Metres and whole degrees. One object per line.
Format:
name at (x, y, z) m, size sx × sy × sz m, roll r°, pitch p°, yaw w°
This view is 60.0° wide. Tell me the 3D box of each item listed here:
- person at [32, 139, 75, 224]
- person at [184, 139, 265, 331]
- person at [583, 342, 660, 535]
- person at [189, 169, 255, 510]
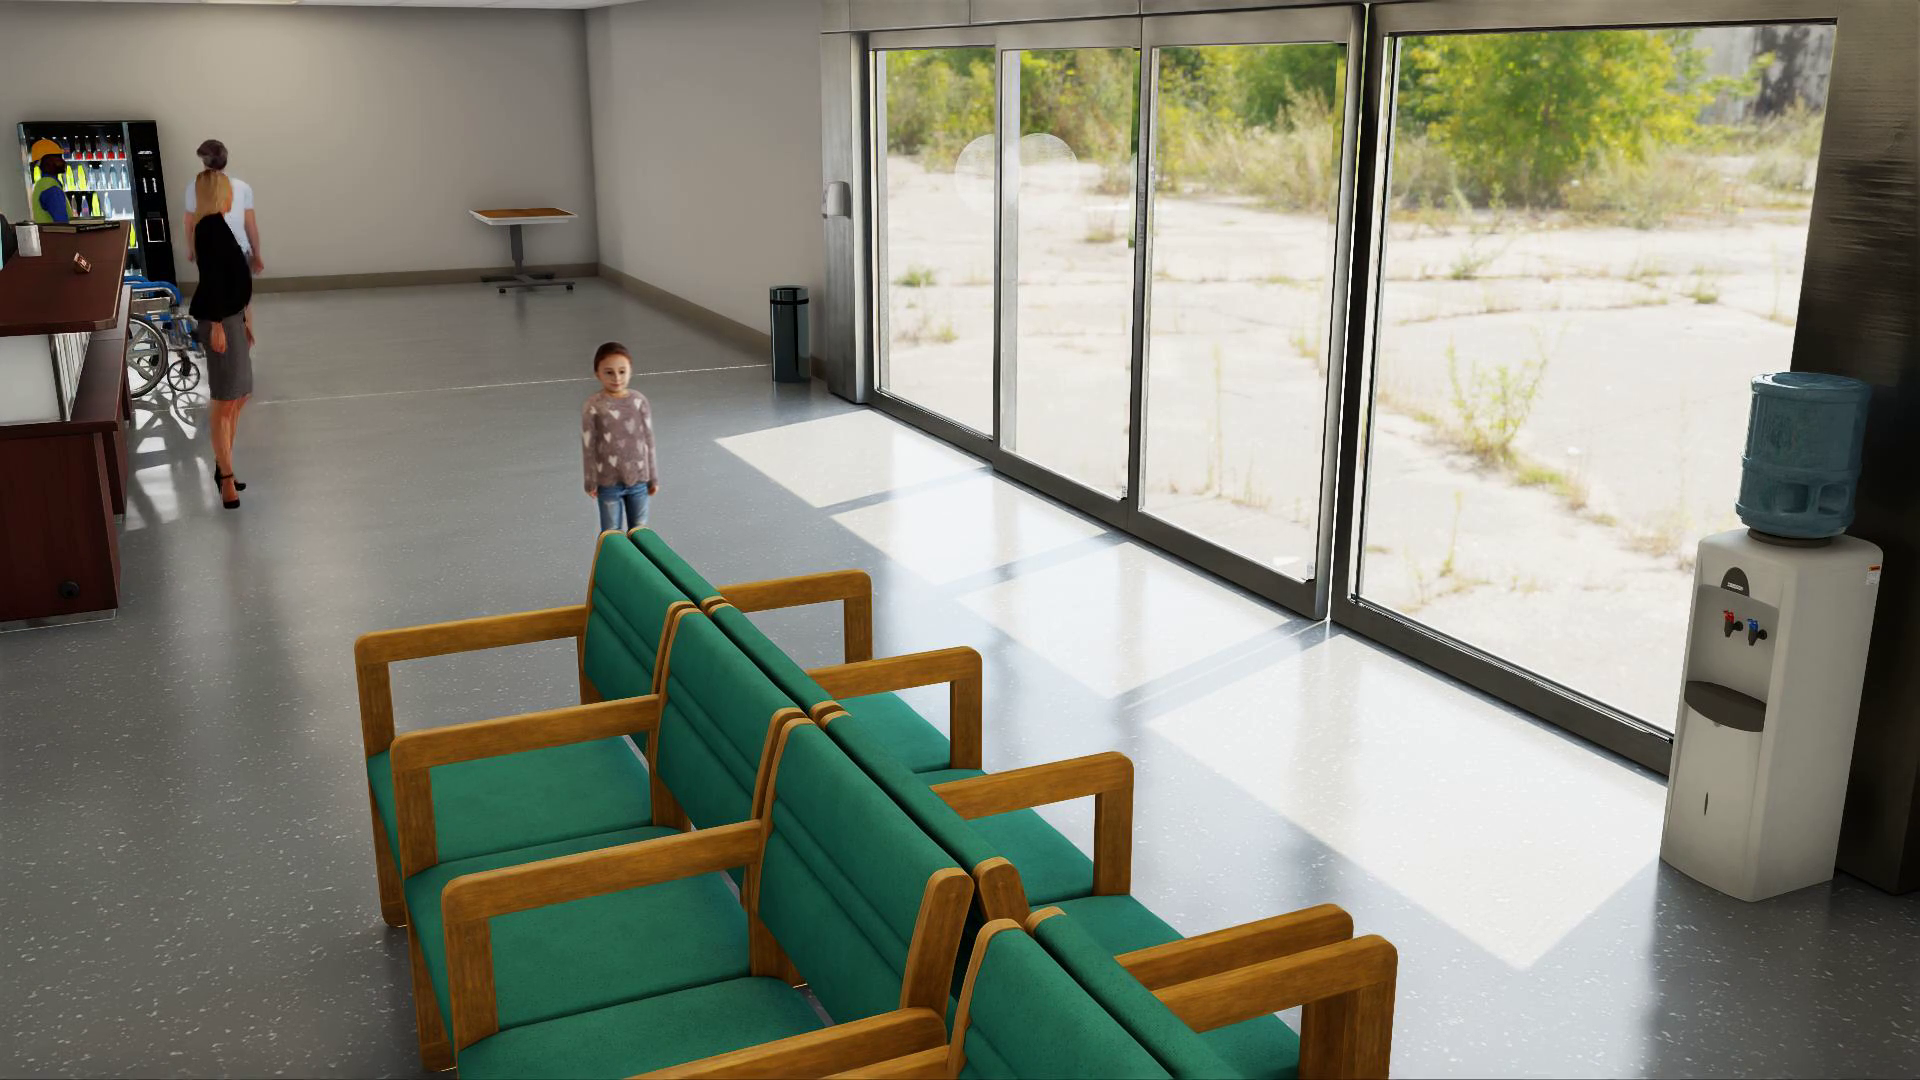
person at (-7.037, -2.212, 13.033) m, size 0.666 × 1.813 × 0.720 m, roll -13°, pitch 20°, yaw -38°
person at (-5.584, -2.092, 12.660) m, size 1.141 × 1.785 × 0.868 m, roll -11°, pitch 19°, yaw -35°
person at (-1.492, -0.290, 7.355) m, size 0.418 × 1.195 × 0.542 m, roll -6°, pitch 17°, yaw -20°
person at (-4.017, -1.070, 8.993) m, size 0.573 × 1.807 × 0.712 m, roll -2°, pitch 16°, yaw -6°
